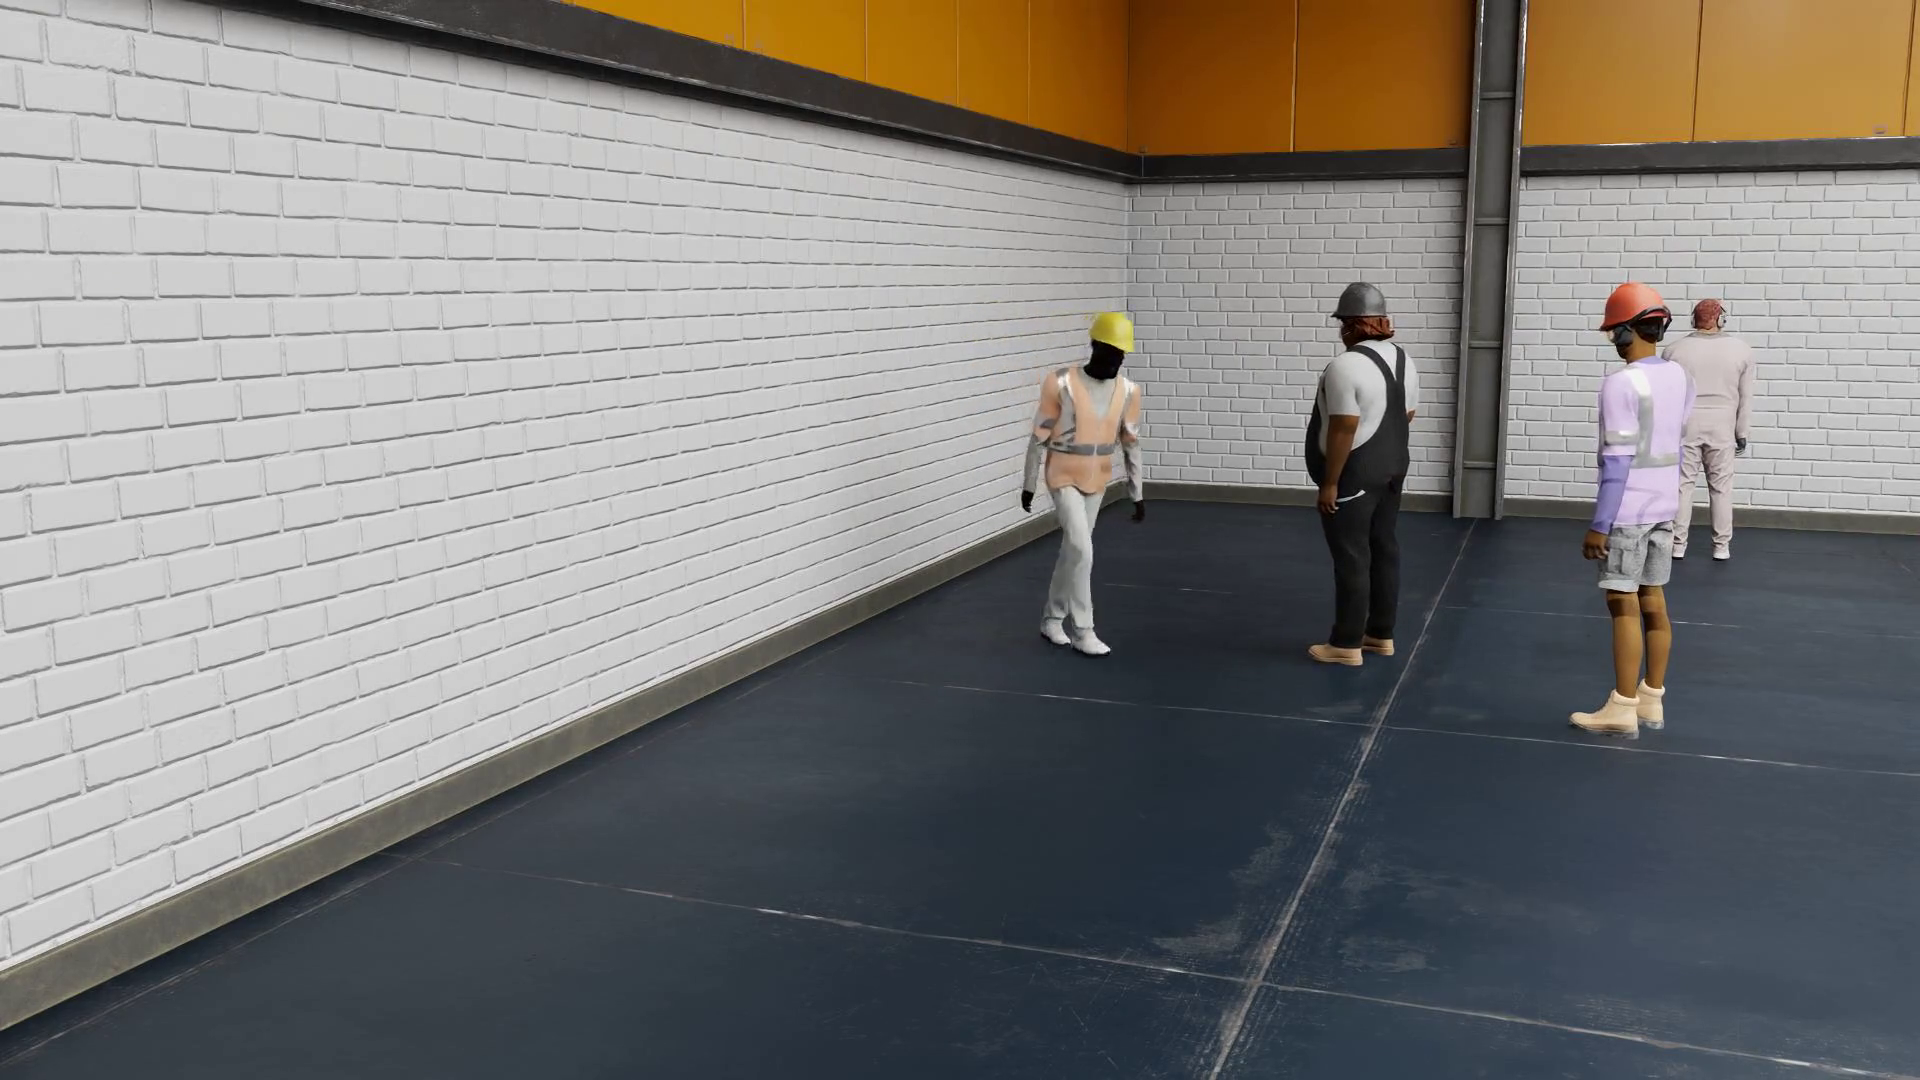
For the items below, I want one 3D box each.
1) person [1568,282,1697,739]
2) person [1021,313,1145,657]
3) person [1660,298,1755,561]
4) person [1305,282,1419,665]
[{"bbox_3d":[3.006,-0.127,7.477,0.605,2.036,0.393,-7,11,-38],"label":"person"},{"bbox_3d":[0.690,-0.304,9.107,0.603,1.859,0.811,-5,10,-29],"label":"person"},{"bbox_3d":[5.385,-0.793,12.080,0.642,1.902,0.399,3,9,16],"label":"person"},{"bbox_3d":[2.106,-0.361,8.923,0.684,2.000,0.536,-8,12,-41],"label":"person"}]
